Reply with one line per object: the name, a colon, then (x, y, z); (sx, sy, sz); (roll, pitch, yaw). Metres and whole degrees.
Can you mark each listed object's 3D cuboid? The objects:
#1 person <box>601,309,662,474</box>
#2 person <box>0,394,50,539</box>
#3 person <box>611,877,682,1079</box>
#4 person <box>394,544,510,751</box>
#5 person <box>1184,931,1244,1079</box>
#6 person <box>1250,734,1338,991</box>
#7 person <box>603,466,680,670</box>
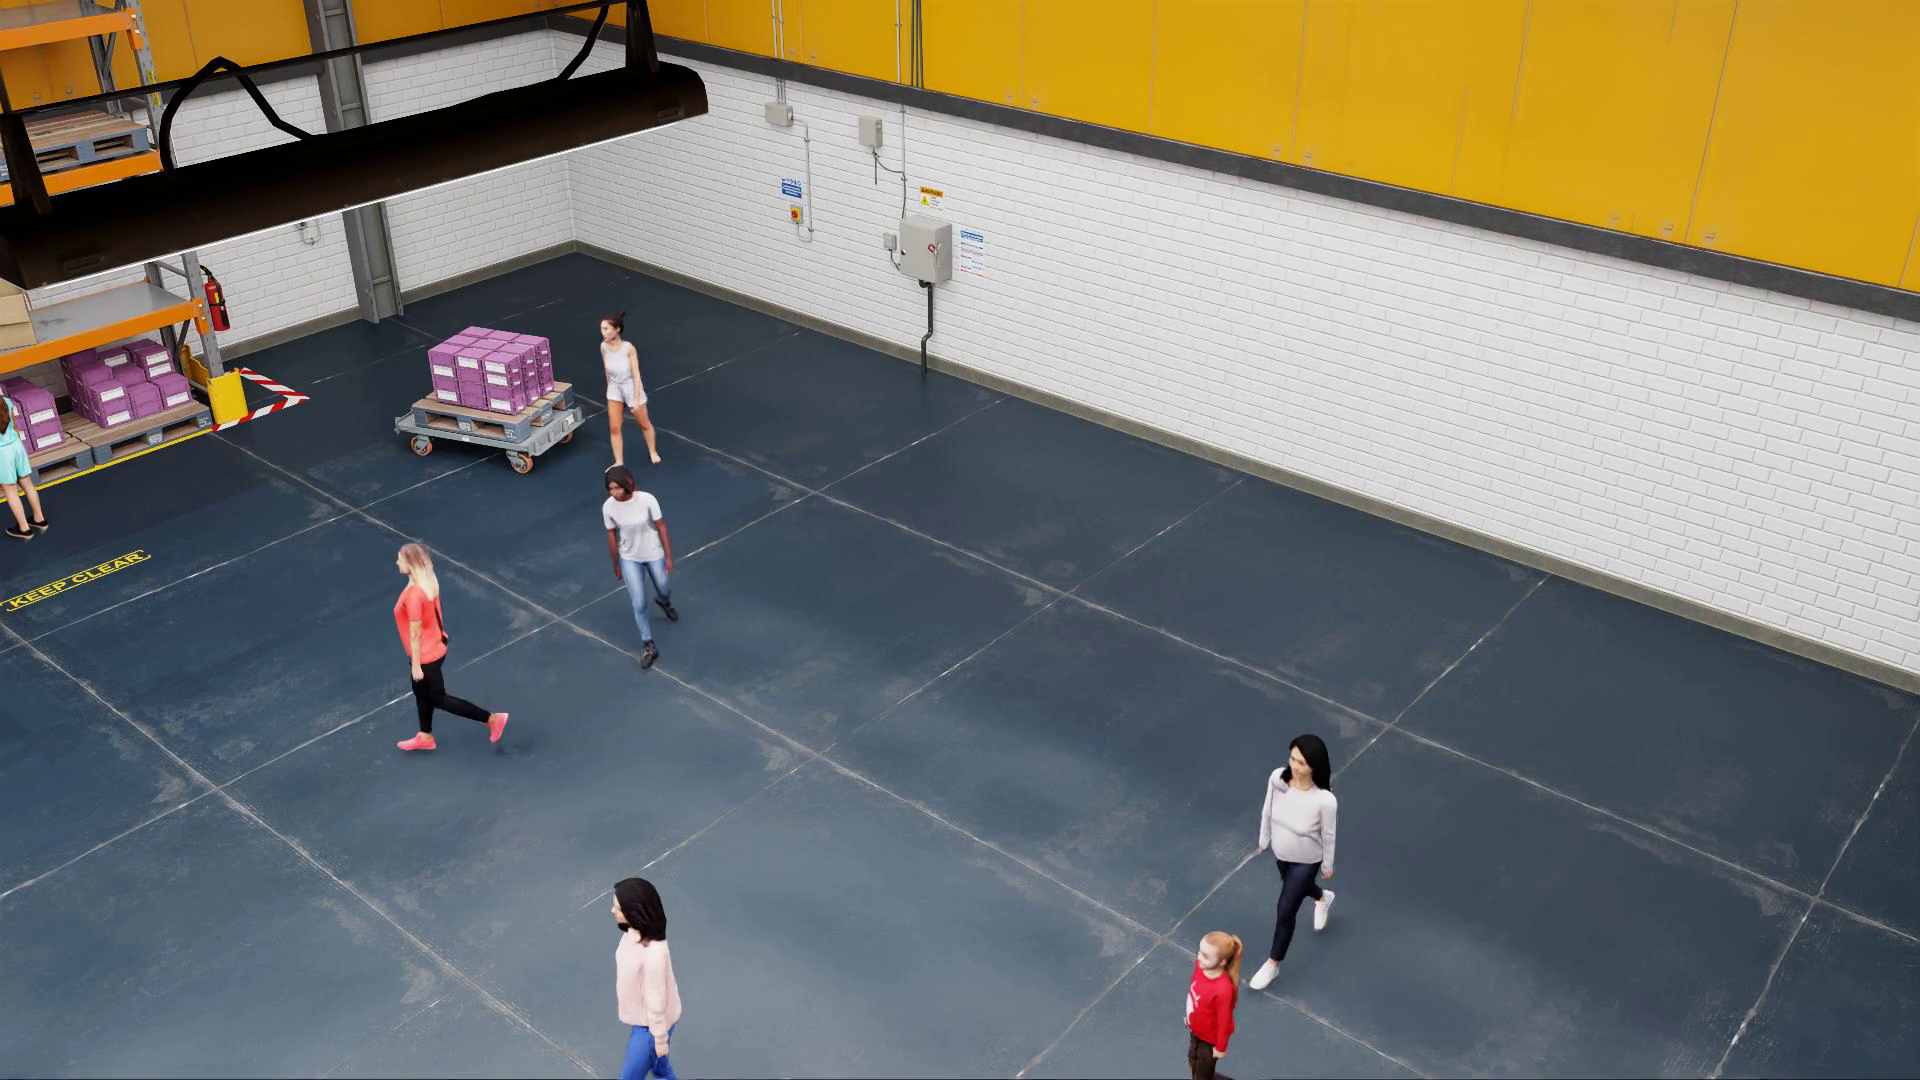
person: (-3.134, -1.428, 15.837); (0.711, 1.589, 0.871); (9, 30, 16)
person: (-8.401, -0.770, 14.664); (0.667, 1.559, 0.560); (11, 31, 19)
person: (-1.502, 2.435, 8.578); (0.794, 1.759, 0.775); (-9, 30, -16)
person: (-3.646, 0.796, 11.673); (1.108, 1.672, 1.027); (-3, 29, -5)
person: (1.370, 2.578, 8.821); (0.729, 1.276, 0.644); (-9, 30, -16)
person: (2.045, 1.816, 9.811); (1.128, 1.665, 0.689); (-24, 37, -37)
person: (-2.449, 0.121, 12.894); (1.035, 1.689, 1.080); (-6, 29, -12)
